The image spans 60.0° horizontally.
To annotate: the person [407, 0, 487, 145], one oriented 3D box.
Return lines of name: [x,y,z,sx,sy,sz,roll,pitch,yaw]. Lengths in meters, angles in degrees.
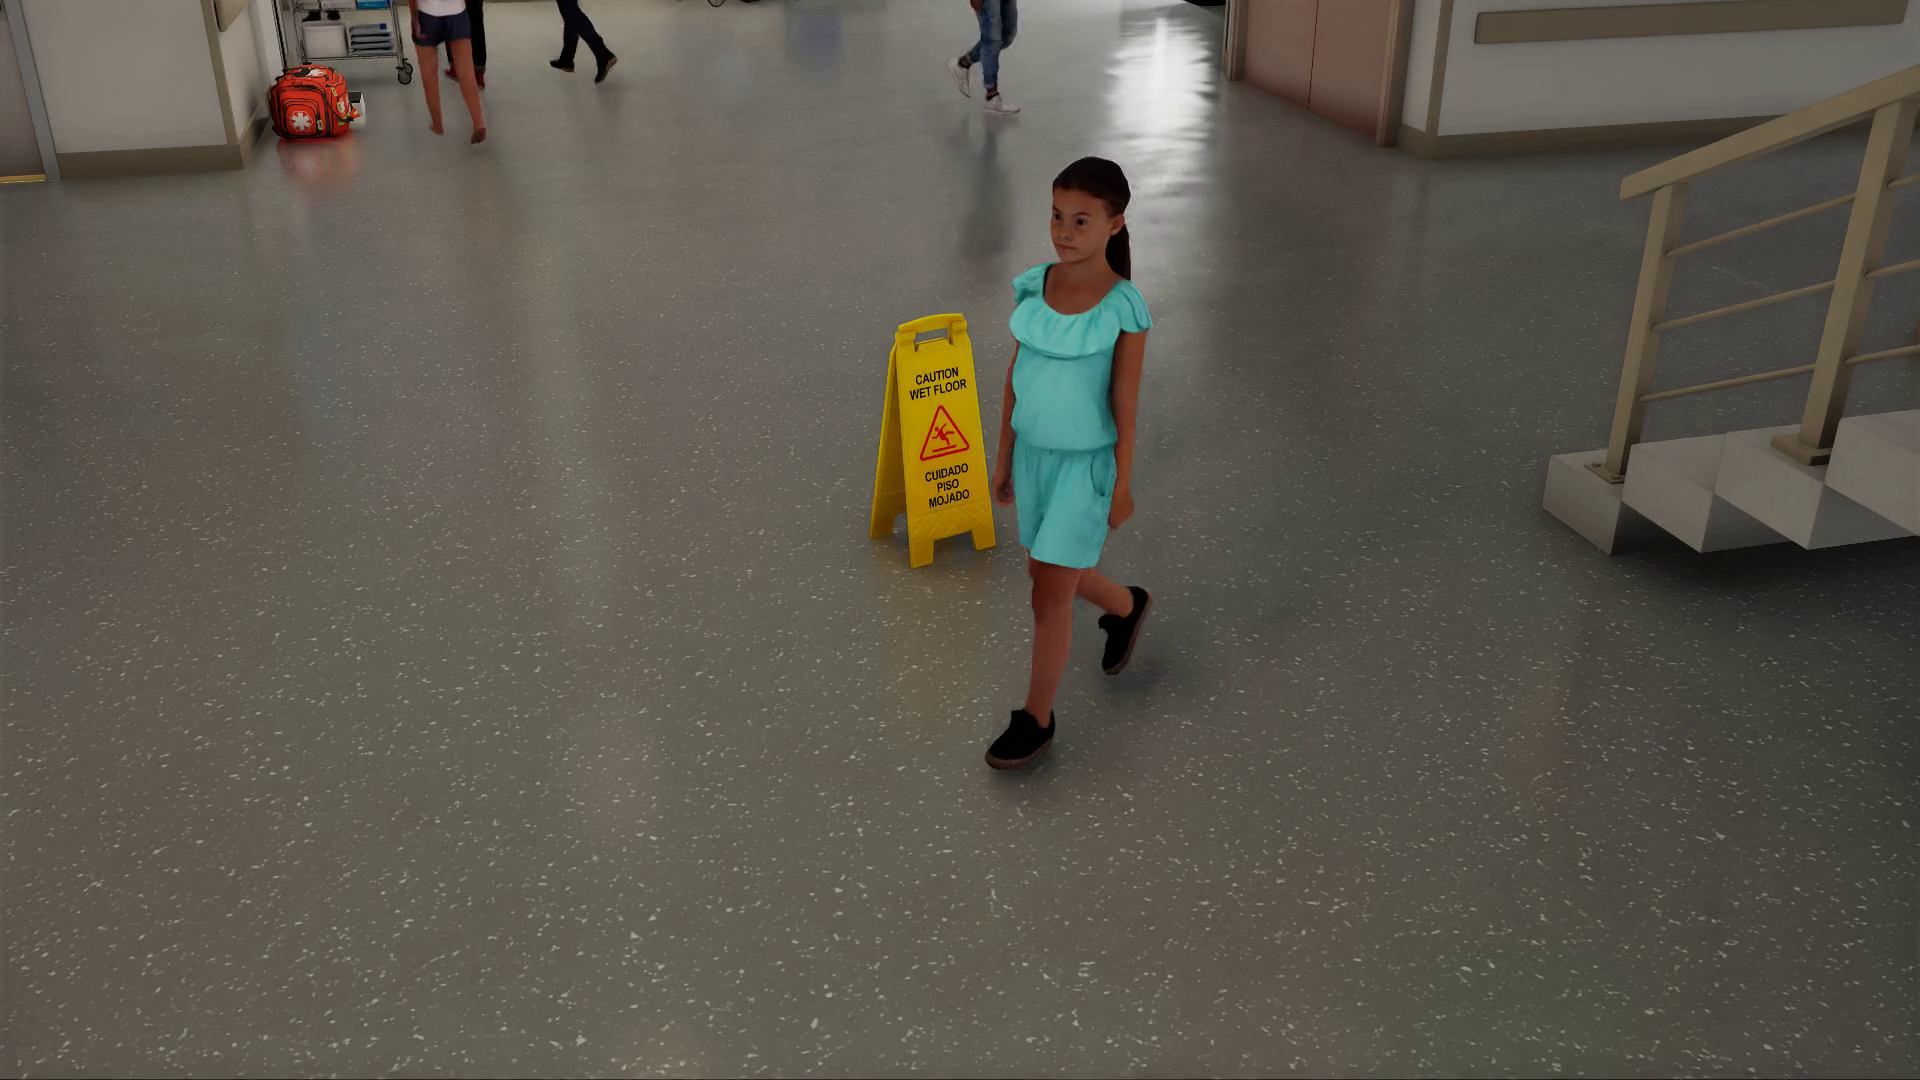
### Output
person: [-3.307,-3.334,10.670,0.692,1.592,1.047,-12,28,-23]

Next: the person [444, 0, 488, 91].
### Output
person: [-3.707,-4.240,12.381,0.756,1.738,0.915,-13,29,-25]

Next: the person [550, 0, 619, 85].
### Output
person: [-2.935,-4.441,12.665,1.273,1.853,1.082,20,32,35]

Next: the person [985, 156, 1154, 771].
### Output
person: [0.307,-0.212,4.250,0.989,1.544,0.937,21,33,37]

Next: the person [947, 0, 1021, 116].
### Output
person: [0.143,-3.909,11.630,1.067,1.794,0.995,16,30,30]
